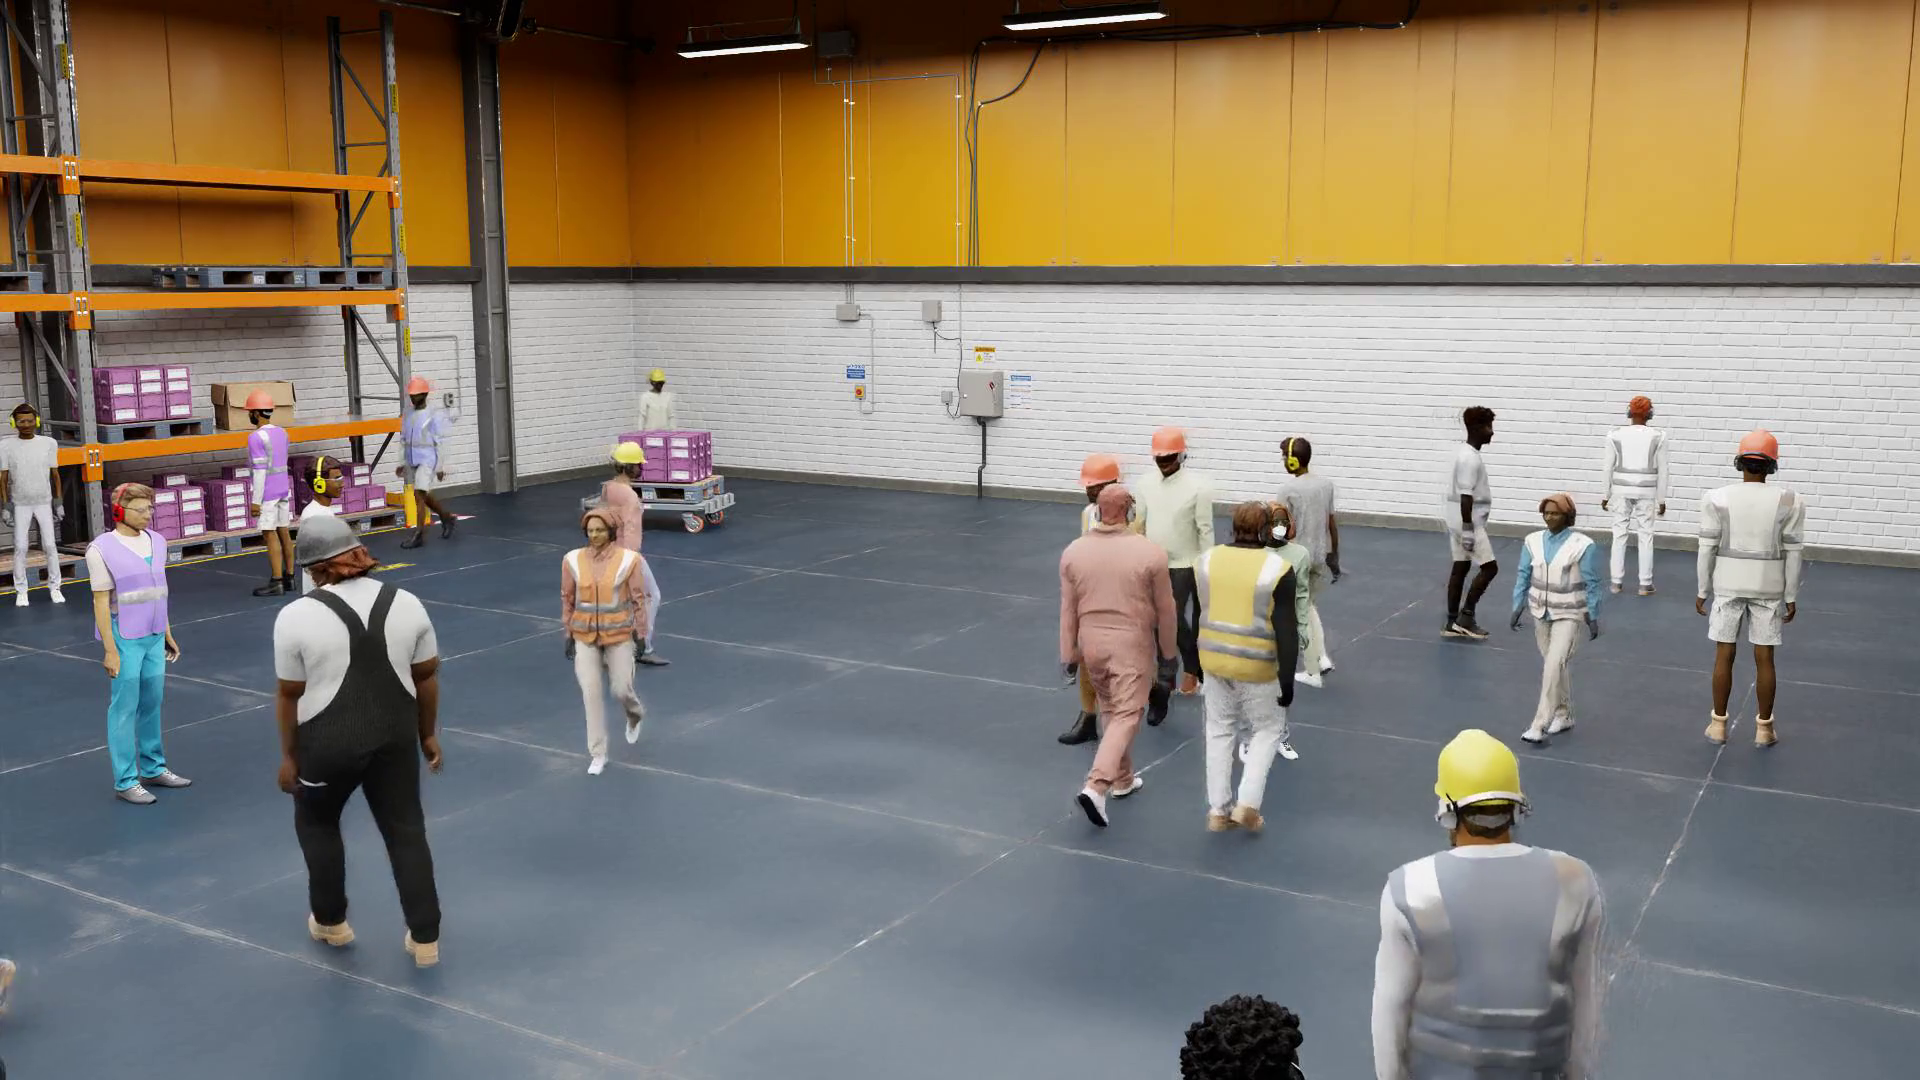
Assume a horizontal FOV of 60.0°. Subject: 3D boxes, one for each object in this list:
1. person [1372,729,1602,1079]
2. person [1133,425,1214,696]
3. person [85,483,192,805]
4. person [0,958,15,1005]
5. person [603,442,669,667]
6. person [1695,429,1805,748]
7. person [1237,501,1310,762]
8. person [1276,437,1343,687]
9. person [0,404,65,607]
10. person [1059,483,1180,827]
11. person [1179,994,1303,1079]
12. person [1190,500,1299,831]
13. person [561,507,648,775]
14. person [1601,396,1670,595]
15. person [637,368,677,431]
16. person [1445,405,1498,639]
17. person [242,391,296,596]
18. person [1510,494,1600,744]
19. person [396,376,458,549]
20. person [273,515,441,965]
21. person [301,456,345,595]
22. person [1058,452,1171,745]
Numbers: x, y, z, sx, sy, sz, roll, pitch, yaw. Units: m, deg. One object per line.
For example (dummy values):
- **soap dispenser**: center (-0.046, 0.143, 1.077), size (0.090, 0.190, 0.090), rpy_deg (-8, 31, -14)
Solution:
- **person**: center (1.405, 1.418, 4.464), size (0.603, 1.815, 0.562), rpy_deg (1, 9, 4)
- **person**: center (1.470, 0.167, 11.780), size (0.619, 1.972, 0.432), rpy_deg (8, 12, 41)
- **person**: center (-4.764, 0.582, 9.605), size (0.389, 1.842, 0.566), rpy_deg (2, 9, 10)
- **person**: center (-4.112, 1.116, 6.256), size (0.577, 1.858, 0.884), rpy_deg (5, 10, 26)
- **person**: center (-2.514, 0.117, 12.814), size (0.613, 1.747, 0.528), rpy_deg (-6, 11, -33)
- **person**: center (5.048, 0.311, 10.673), size (0.609, 2.044, 0.394), rpy_deg (4, 10, 25)
- **person**: center (1.934, 0.566, 10.348), size (0.500, 1.636, 0.280), rpy_deg (-2, 9, -11)
- **person**: center (2.533, 0.163, 12.208), size (0.556, 1.844, 0.427), rpy_deg (-4, 10, -25)
- **person**: center (-8.484, -0.321, 15.207), size (0.505, 1.860, 0.320), rpy_deg (-6, 11, -32)
- **person**: center (0.850, 0.620, 9.301), size (0.640, 1.871, 0.925), rpy_deg (5, 11, 31)
- **person**: center (0.523, 1.685, 3.179), size (0.318, 1.697, 0.535), rpy_deg (-4, 10, -21)
- **person**: center (1.527, 0.693, 8.976), size (0.667, 1.823, 0.435), rpy_deg (6, 11, 34)
- **person**: center (-2.175, 0.591, 10.238), size (0.519, 1.625, 0.568), rpy_deg (0, 9, 2)
- **person**: center (6.389, -0.423, 15.752), size (0.605, 1.881, 0.377), rpy_deg (5, 10, 27)
- **person**: center (-4.190, -1.507, 22.939), size (0.565, 1.744, 0.501), rpy_deg (-7, 11, -37)
- **person**: center (4.274, -0.137, 13.737), size (0.507, 1.951, 0.634), rpy_deg (2, 9, 10)
- **person**: center (-6.521, -0.434, 15.651), size (0.379, 1.938, 0.547), rpy_deg (1, 9, 7)
- **person**: center (3.785, 0.510, 10.751), size (0.785, 1.604, 0.545), rpy_deg (-7, 11, -36)
- **person**: center (-5.959, -0.887, 18.572), size (0.551, 1.912, 0.886), rpy_deg (5, 10, 29)
- **person**: center (-2.681, 0.845, 7.344), size (0.728, 2.000, 0.825), rpy_deg (-8, 12, -42)
- **person**: center (-4.076, 0.385, 10.754), size (0.313, 1.869, 0.538), rpy_deg (-3, 10, -20)
- **person**: center (1.008, 0.368, 10.742), size (0.733, 1.910, 0.548), rpy_deg (-6, 11, -31)
